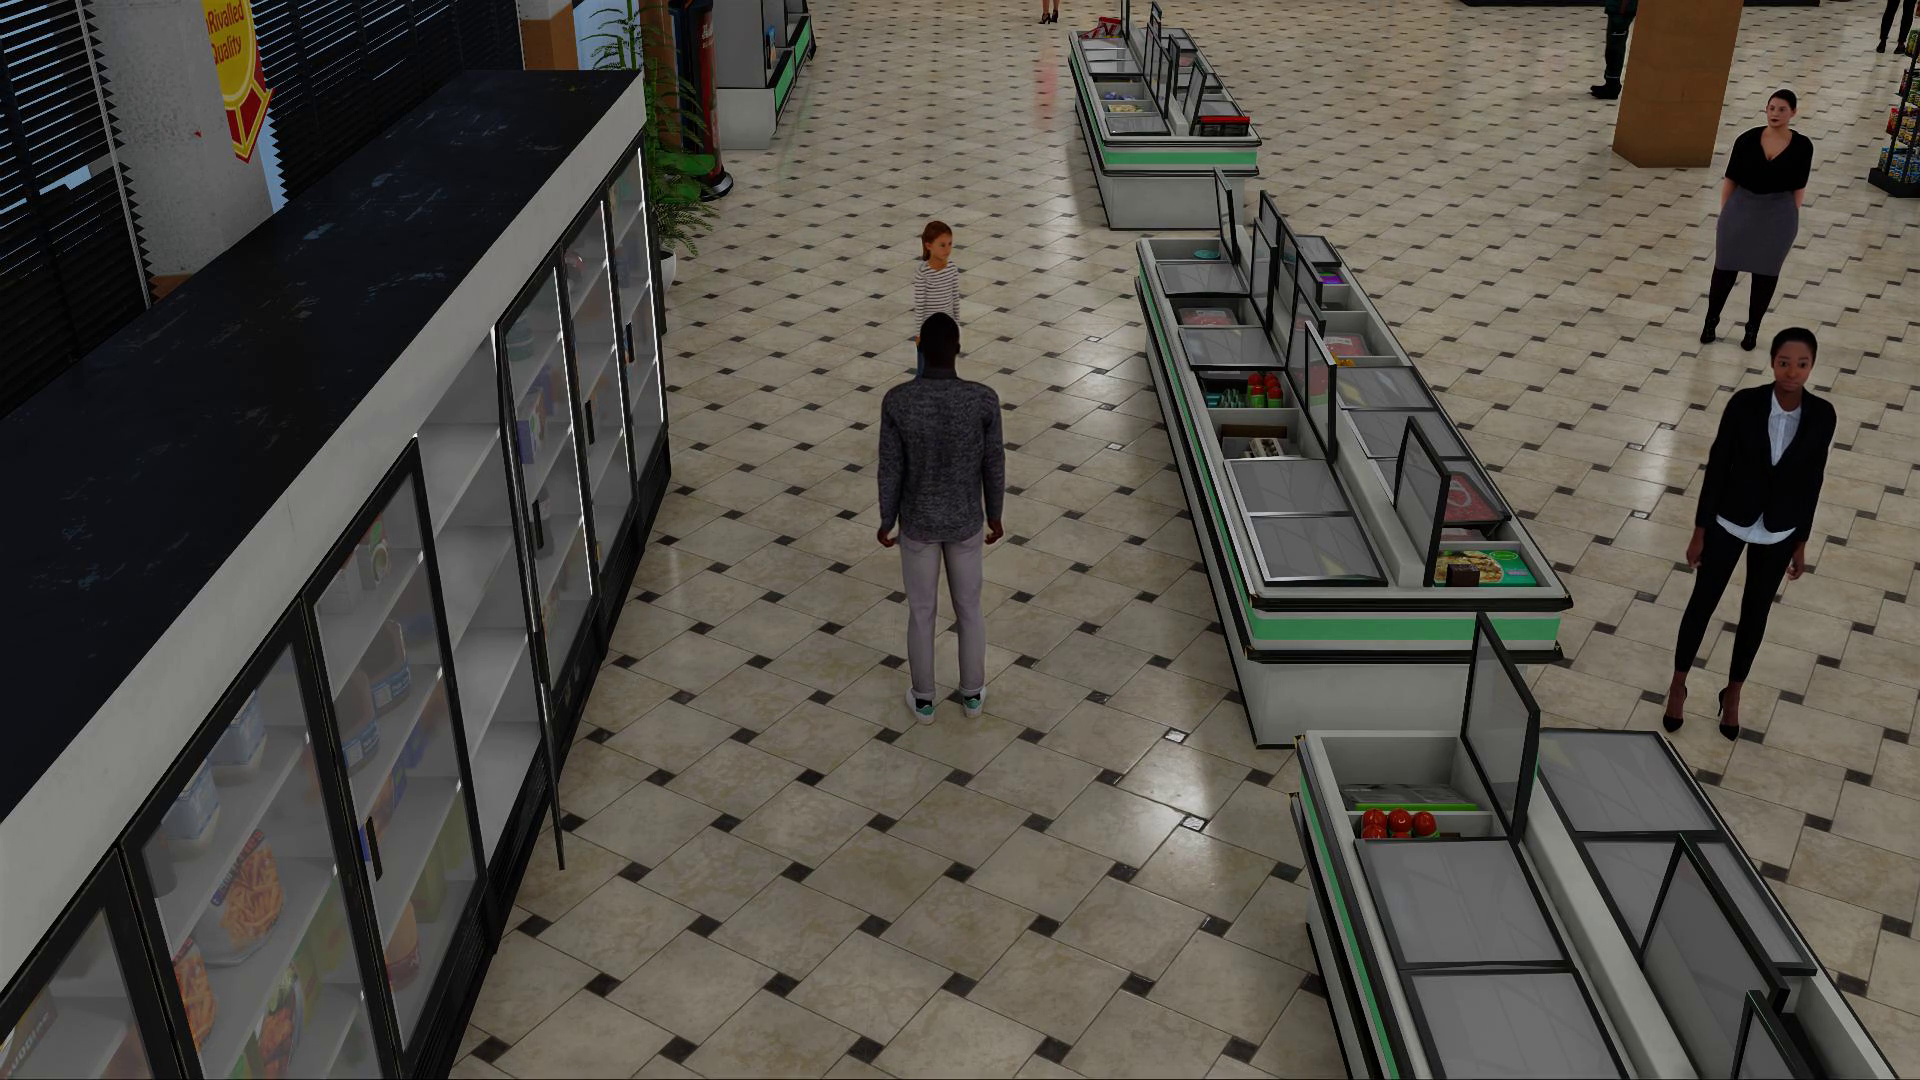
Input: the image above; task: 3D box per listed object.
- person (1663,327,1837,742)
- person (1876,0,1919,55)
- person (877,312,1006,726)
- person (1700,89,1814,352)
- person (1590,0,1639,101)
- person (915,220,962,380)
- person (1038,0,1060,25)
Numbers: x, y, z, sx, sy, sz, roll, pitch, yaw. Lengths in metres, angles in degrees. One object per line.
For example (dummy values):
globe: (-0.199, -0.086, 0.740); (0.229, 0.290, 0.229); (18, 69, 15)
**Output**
person: (3.257, -0.002, 6.872); (0.660, 1.834, 0.620); (8, 28, 16)
person: (11.792, -7.008, 20.704); (0.751, 1.819, 0.776); (19, 33, 33)
person: (-0.082, -0.073, 7.009); (0.717, 1.837, 0.581); (-3, 27, -6)
person: (5.366, -2.148, 11.188); (0.778, 1.758, 0.793); (15, 30, 27)
person: (7.285, -5.817, 18.335); (0.819, 1.838, 0.651); (9, 28, 16)
person: (-0.150, -1.262, 9.931); (0.562, 1.314, 0.615); (-19, 32, -32)
person: (1.211, -7.926, 22.616); (0.664, 1.728, 0.710); (-21, 33, -35)
